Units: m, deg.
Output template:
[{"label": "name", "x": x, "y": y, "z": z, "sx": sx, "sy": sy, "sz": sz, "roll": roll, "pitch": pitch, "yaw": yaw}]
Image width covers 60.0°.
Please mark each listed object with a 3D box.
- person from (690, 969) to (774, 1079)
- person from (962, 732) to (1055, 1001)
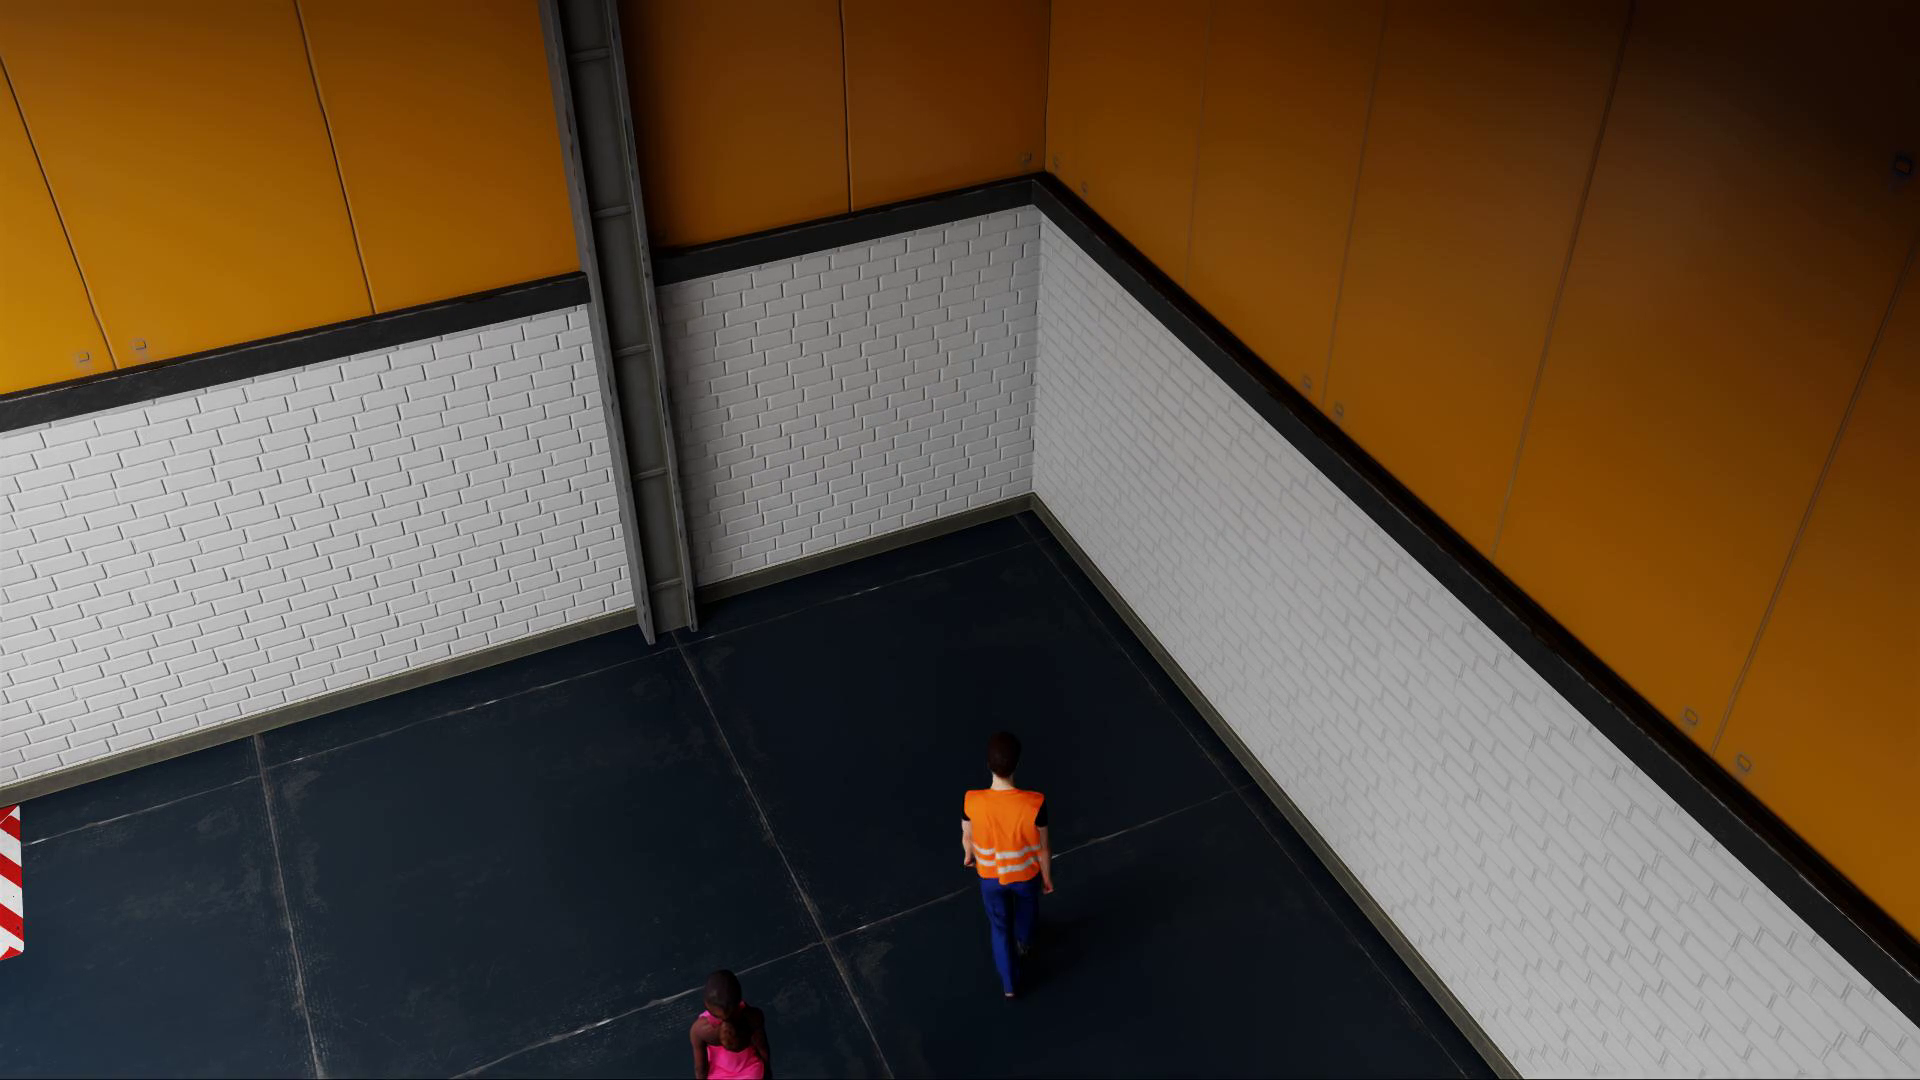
[{"label": "person", "x": -1.157, "y": 2.808, "z": 8.589, "sx": 0.502, "sy": 1.697, "sz": 0.620, "roll": -13, "pitch": 40, "yaw": -16}, {"label": "person", "x": 0.272, "y": 1.958, "z": 9.523, "sx": 0.933, "sy": 1.860, "sz": 0.957, "roll": 3, "pitch": 39, "yaw": 3}]
